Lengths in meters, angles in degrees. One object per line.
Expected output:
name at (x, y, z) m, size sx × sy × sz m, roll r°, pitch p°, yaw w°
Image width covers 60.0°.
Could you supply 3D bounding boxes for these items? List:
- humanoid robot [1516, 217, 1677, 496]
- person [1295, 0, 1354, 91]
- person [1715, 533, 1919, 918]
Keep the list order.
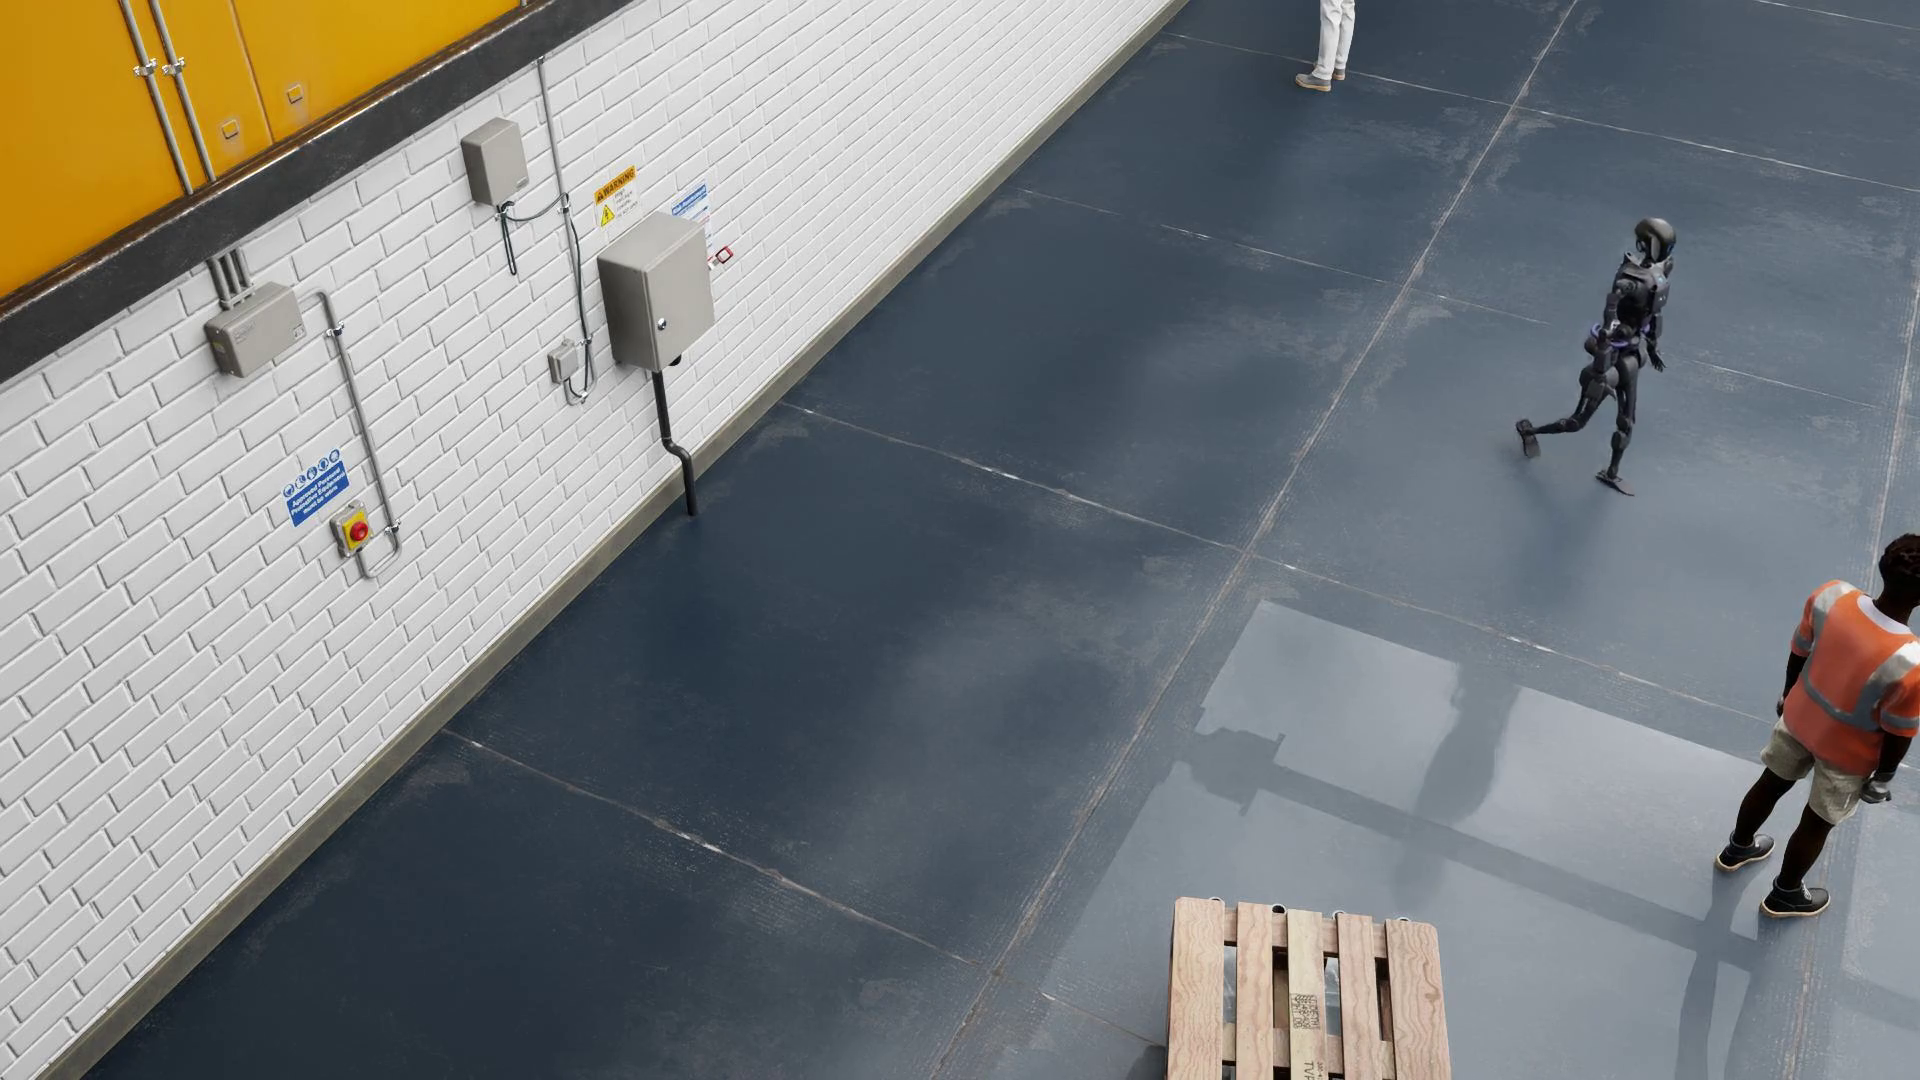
humanoid robot at (3.515, -1.033, 8.977) m, size 0.601 × 1.638 × 0.683 m, roll -29°, pitch 48°, yaw -29°
person at (2.892, -4.364, 12.663) m, size 0.356 × 1.882 × 0.574 m, roll 28°, pitch 48°, yaw 29°
person at (3.515, 0.758, 6.661) m, size 0.368 × 1.966 × 0.603 m, roll -14°, pitch 43°, yaw -16°
